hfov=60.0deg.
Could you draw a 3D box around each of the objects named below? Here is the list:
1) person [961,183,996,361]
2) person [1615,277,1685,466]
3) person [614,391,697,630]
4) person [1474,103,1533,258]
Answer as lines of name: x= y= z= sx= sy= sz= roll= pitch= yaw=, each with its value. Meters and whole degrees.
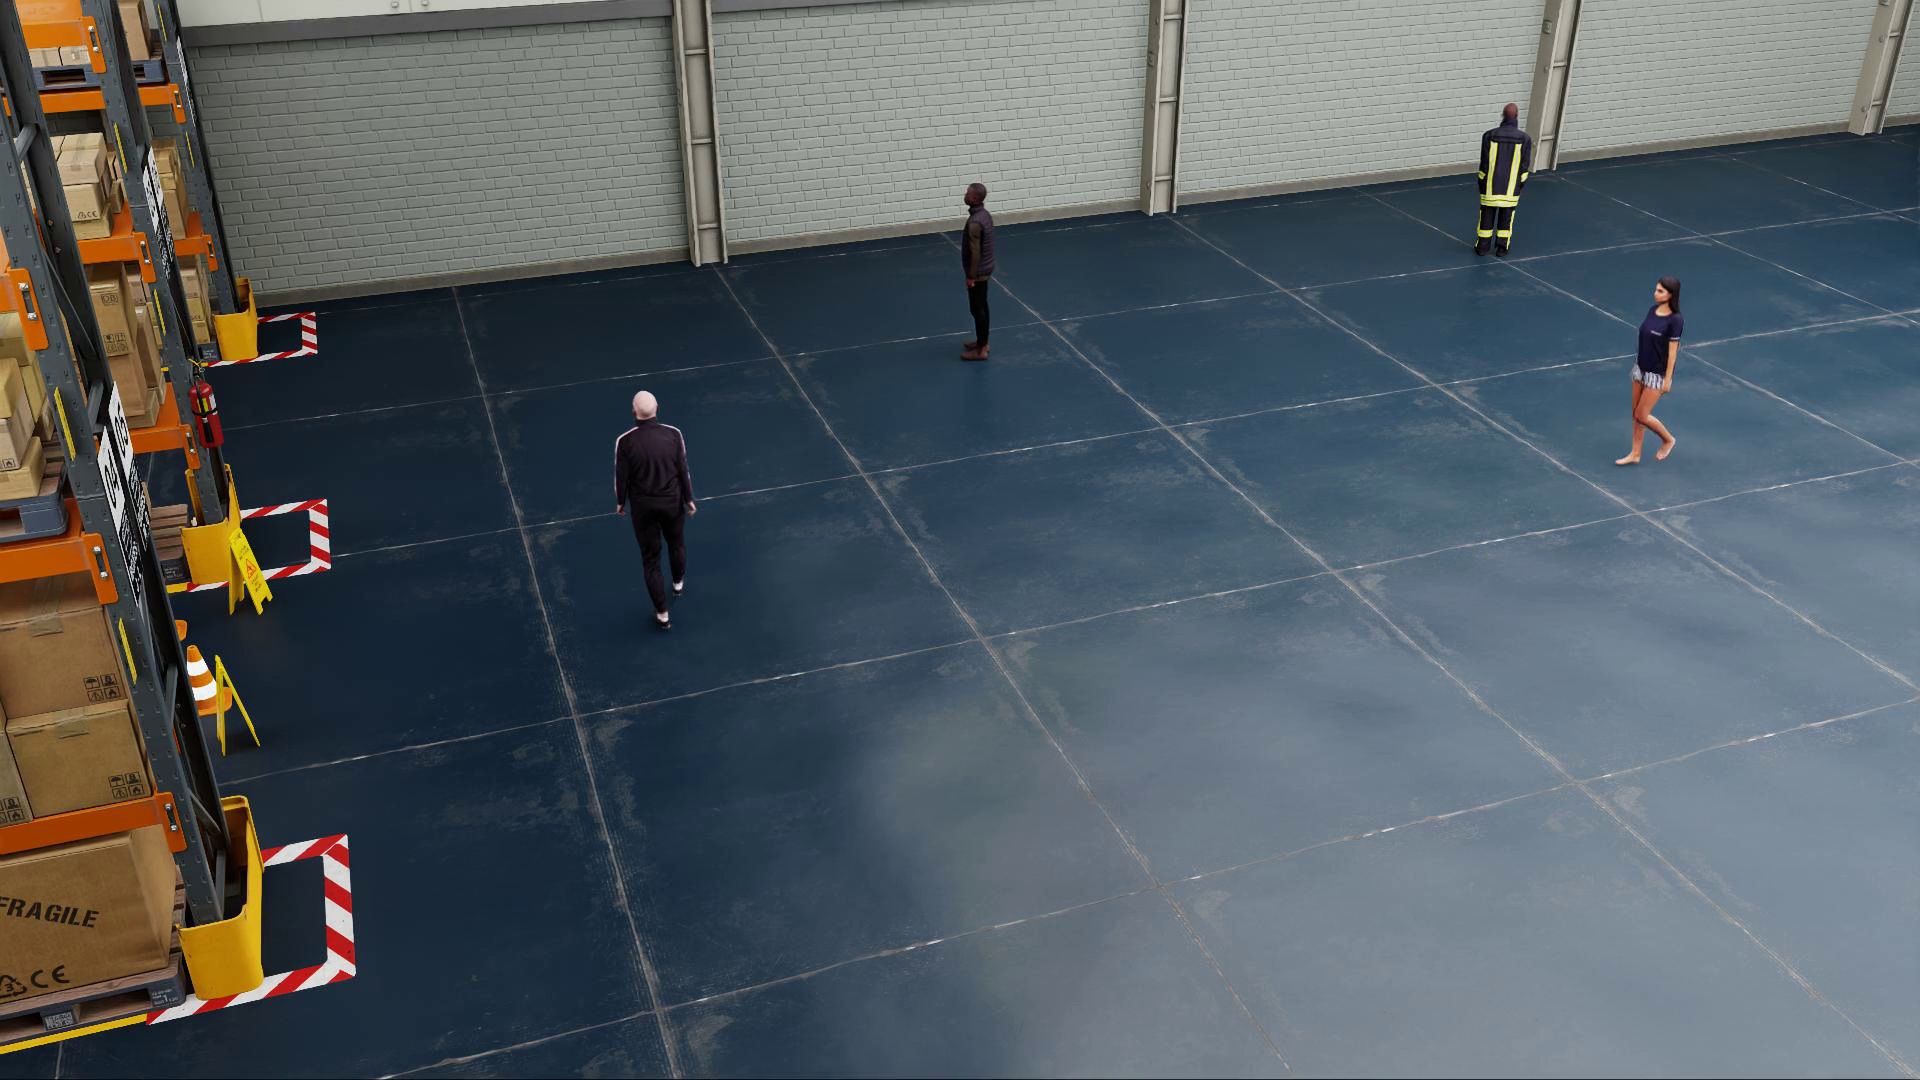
person: x=0.186 y=-2.743 z=16.958 sx=0.770 sy=1.835 sz=0.778 roll=5 pitch=28 yaw=9
person: x=6.184 y=-1.474 z=14.656 sx=0.747 sy=1.758 sz=0.628 roll=-5 pitch=29 yaw=-10
person: x=-2.205 y=-0.185 z=12.179 sx=0.865 sy=1.812 sz=0.765 roll=-10 pitch=30 yaw=-18
person: x=6.496 y=-4.323 z=19.939 sx=0.838 sy=1.821 sz=0.923 roll=9 pitch=29 yaw=17
